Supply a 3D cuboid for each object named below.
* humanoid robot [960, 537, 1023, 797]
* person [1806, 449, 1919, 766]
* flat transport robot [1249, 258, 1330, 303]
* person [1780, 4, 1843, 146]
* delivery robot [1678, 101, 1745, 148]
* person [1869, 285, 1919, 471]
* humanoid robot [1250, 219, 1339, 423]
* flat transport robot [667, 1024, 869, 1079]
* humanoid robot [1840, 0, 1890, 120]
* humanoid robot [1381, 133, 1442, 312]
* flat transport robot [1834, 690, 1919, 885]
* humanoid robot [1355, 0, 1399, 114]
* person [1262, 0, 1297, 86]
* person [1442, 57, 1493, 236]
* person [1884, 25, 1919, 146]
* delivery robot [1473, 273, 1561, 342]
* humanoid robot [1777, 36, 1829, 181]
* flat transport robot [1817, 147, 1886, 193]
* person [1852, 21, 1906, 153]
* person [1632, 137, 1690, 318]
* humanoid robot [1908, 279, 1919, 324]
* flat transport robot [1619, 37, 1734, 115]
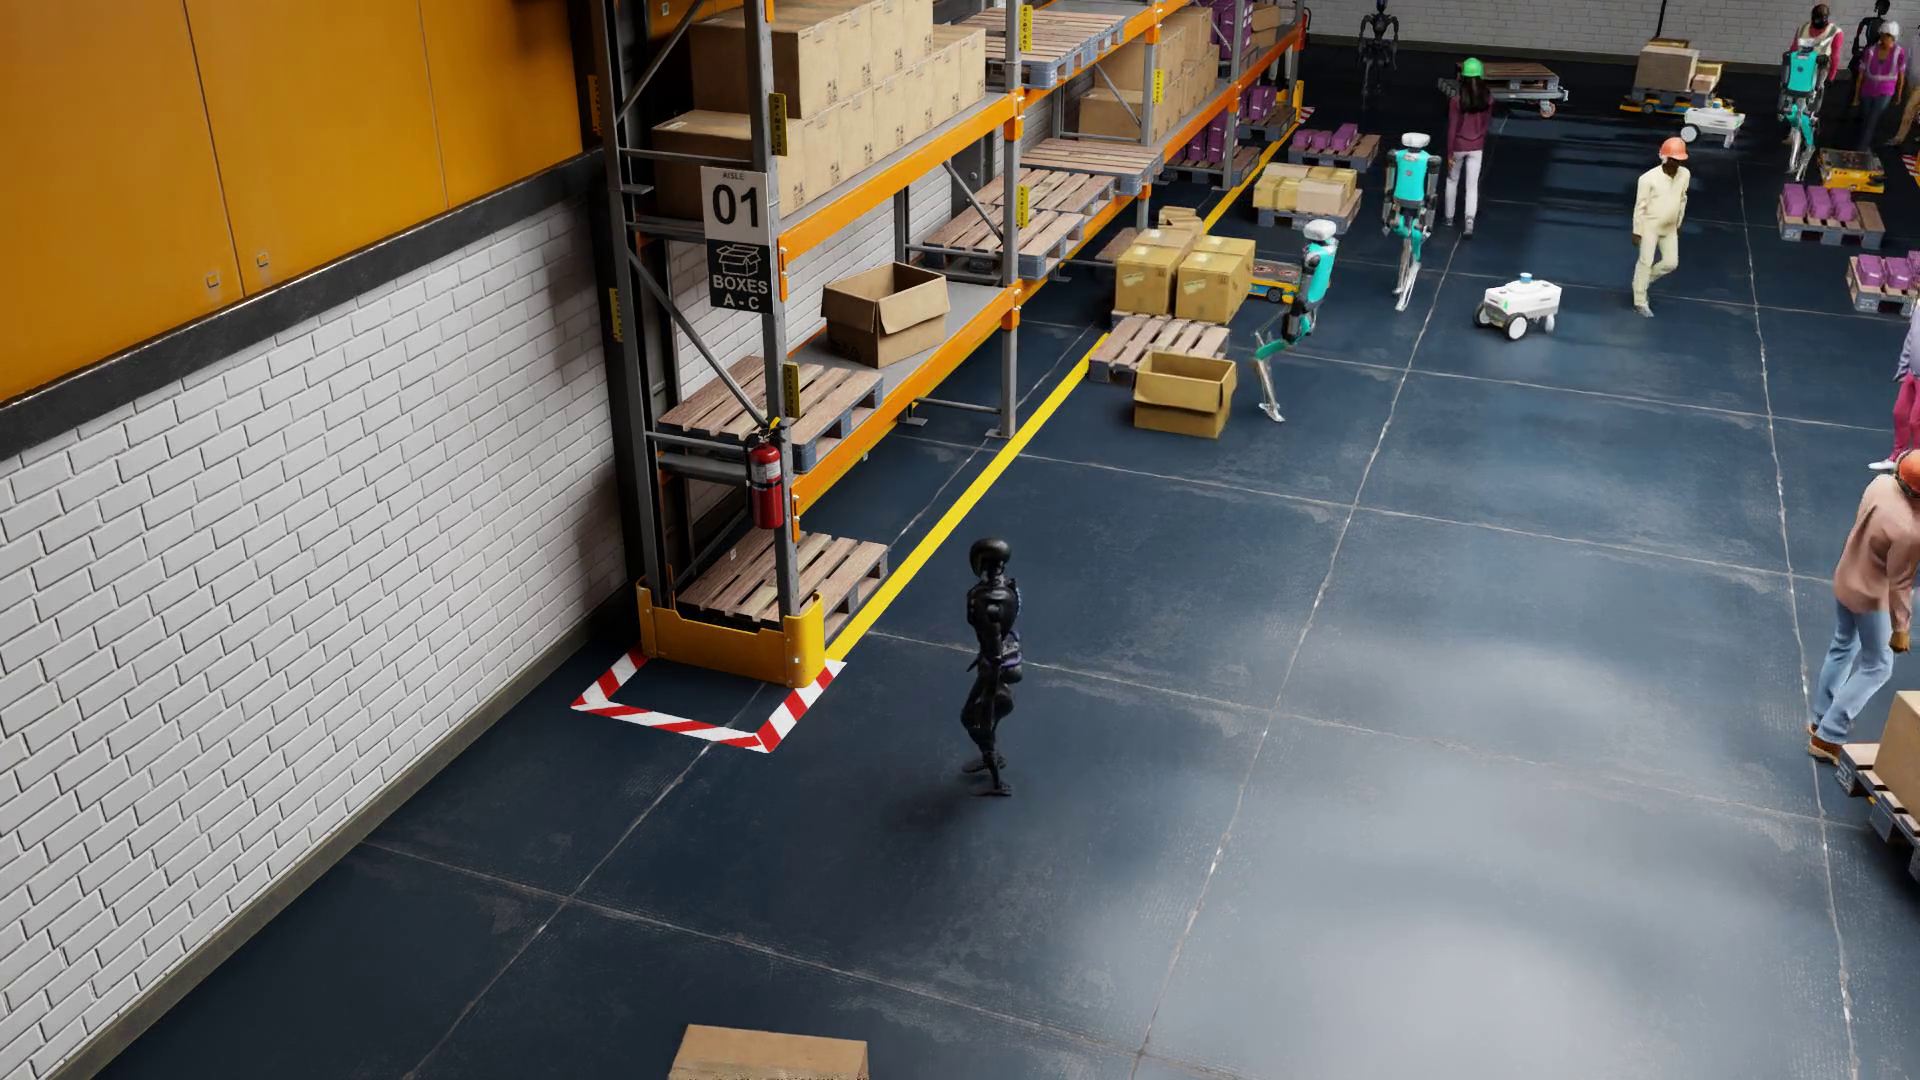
[{"bbox_3d":[0.168,0.703,8.868,0.331,1.643,0.598,-2,27,-4],"label":"humanoid robot"},{"bbox_3d":[5.076,0.331,9.294,0.403,1.946,0.683,1,27,2],"label":"person"},{"bbox_3d":[2.982,-2.658,16.906,1.431,0.231,0.659,13,30,23],"label":"flat transport robot"},{"bbox_3d":[11.315,-6.225,22.170,0.876,1.797,0.648,-19,33,-33],"label":"person"},{"bbox_3d":[10.045,-5.557,22.210,0.743,0.587,0.523,18,32,31],"label":"delivery robot"},{"bbox_3d":[7.303,-1.227,12.648,0.365,1.620,0.522,-1,27,-1],"label":"person"},{"bbox_3d":[2.626,-1.783,13.615,0.815,1.786,0.589,16,31,28],"label":"humanoid robot"},{"bbox_3d":[-0.840,2.808,6.303,1.431,0.231,0.659,-16,31,-28],"label":"flat transport robot"},{"bbox_3d":[12.666,-6.694,23.207,0.330,1.658,0.584,-15,31,-26],"label":"humanoid robot"},{"bbox_3d":[4.455,-3.162,16.298,0.530,1.763,0.857,16,31,28],"label":"humanoid robot"},{"bbox_3d":[5.333,1.609,8.629,0.659,0.231,1.431,0,27,0],"label":"flat transport robot"},{"bbox_3d":[5.893,-6.834,23.493,0.587,1.636,0.687,6,28,11],"label":"humanoid robot"},{"bbox_3d":[4.887,-7.903,25.263,0.629,1.936,0.367,-6,28,-12],"label":"person"},{"bbox_3d":[5.596,-4.343,18.385,0.477,1.915,0.910,4,28,8],"label":"person"},{"bbox_3d":[12.745,-6.094,21.989,0.725,1.712,0.566,-5,28,-10],"label":"person"},{"bbox_3d":[5.289,-2.215,15.753,0.784,0.612,0.503,-12,30,-22],"label":"delivery robot"},{"bbox_3d":[10.374,-5.266,20.461,0.758,1.871,0.537,-23,35,-37],"label":"humanoid robot"},{"bbox_3d":[11.061,-4.596,20.665,0.659,0.231,1.431,10,29,19],"label":"flat transport robot"},{"bbox_3d":[11.657,-5.685,21.131,0.533,1.773,1.042,23,35,37],"label":"person"},{"bbox_3d":[6.713,-3.011,15.978,0.584,1.739,0.404,-8,28,-16],"label":"person"},{"bbox_3d":[9.253,-2.834,15.501,0.533,1.677,0.735,13,30,23],"label":"humanoid robot"},{"bbox_3d":[10.273,-6.236,23.846,1.431,0.231,0.659,15,31,27],"label":"flat transport robot"}]
